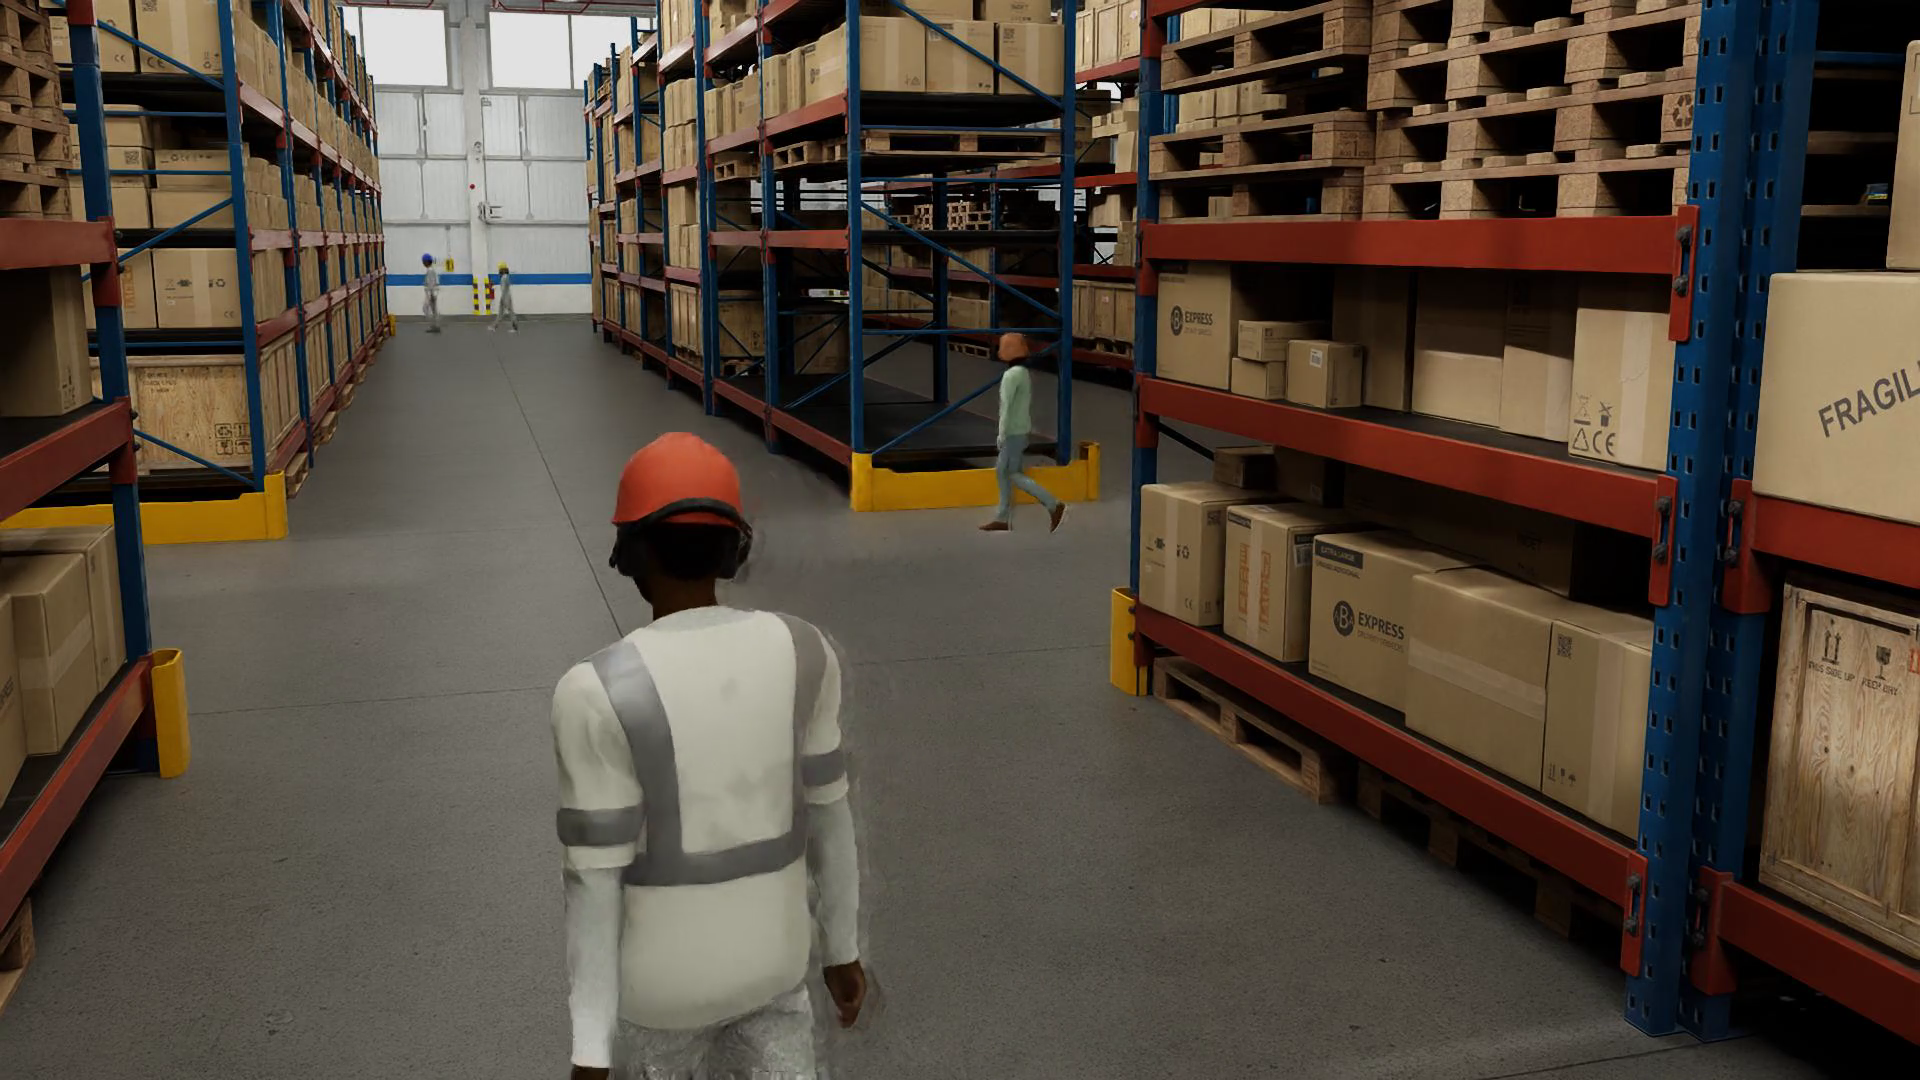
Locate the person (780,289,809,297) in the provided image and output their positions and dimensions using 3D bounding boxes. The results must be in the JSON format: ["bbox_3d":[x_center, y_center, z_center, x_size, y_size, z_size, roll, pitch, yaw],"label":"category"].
[{"bbox_3d":[-3.555,-5.079,35.834,0.617,1.820,0.826,-3,11,-16],"label":"person"}]

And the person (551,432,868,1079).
[{"bbox_3d":[-0.416,0.807,3.096,0.657,1.999,0.947,-8,13,-37],"label":"person"}]

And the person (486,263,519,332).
[{"bbox_3d":[-11.294,-5.959,40.929,0.849,1.701,0.508,-2,11,-13],"label":"person"}]

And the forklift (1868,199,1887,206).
[{"bbox_3d":[11.338,-2.915,21.052,1.129,2.768,1.873,-3,11,-17],"label":"forklift"}]

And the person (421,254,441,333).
[{"bbox_3d":[-12.997,-6.019,40.658,0.538,1.930,0.649,-3,11,-15],"label":"person"}]

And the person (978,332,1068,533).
[{"bbox_3d":[0.495,-0.830,13.101,0.692,1.610,0.502,2,11,13],"label":"person"}]
